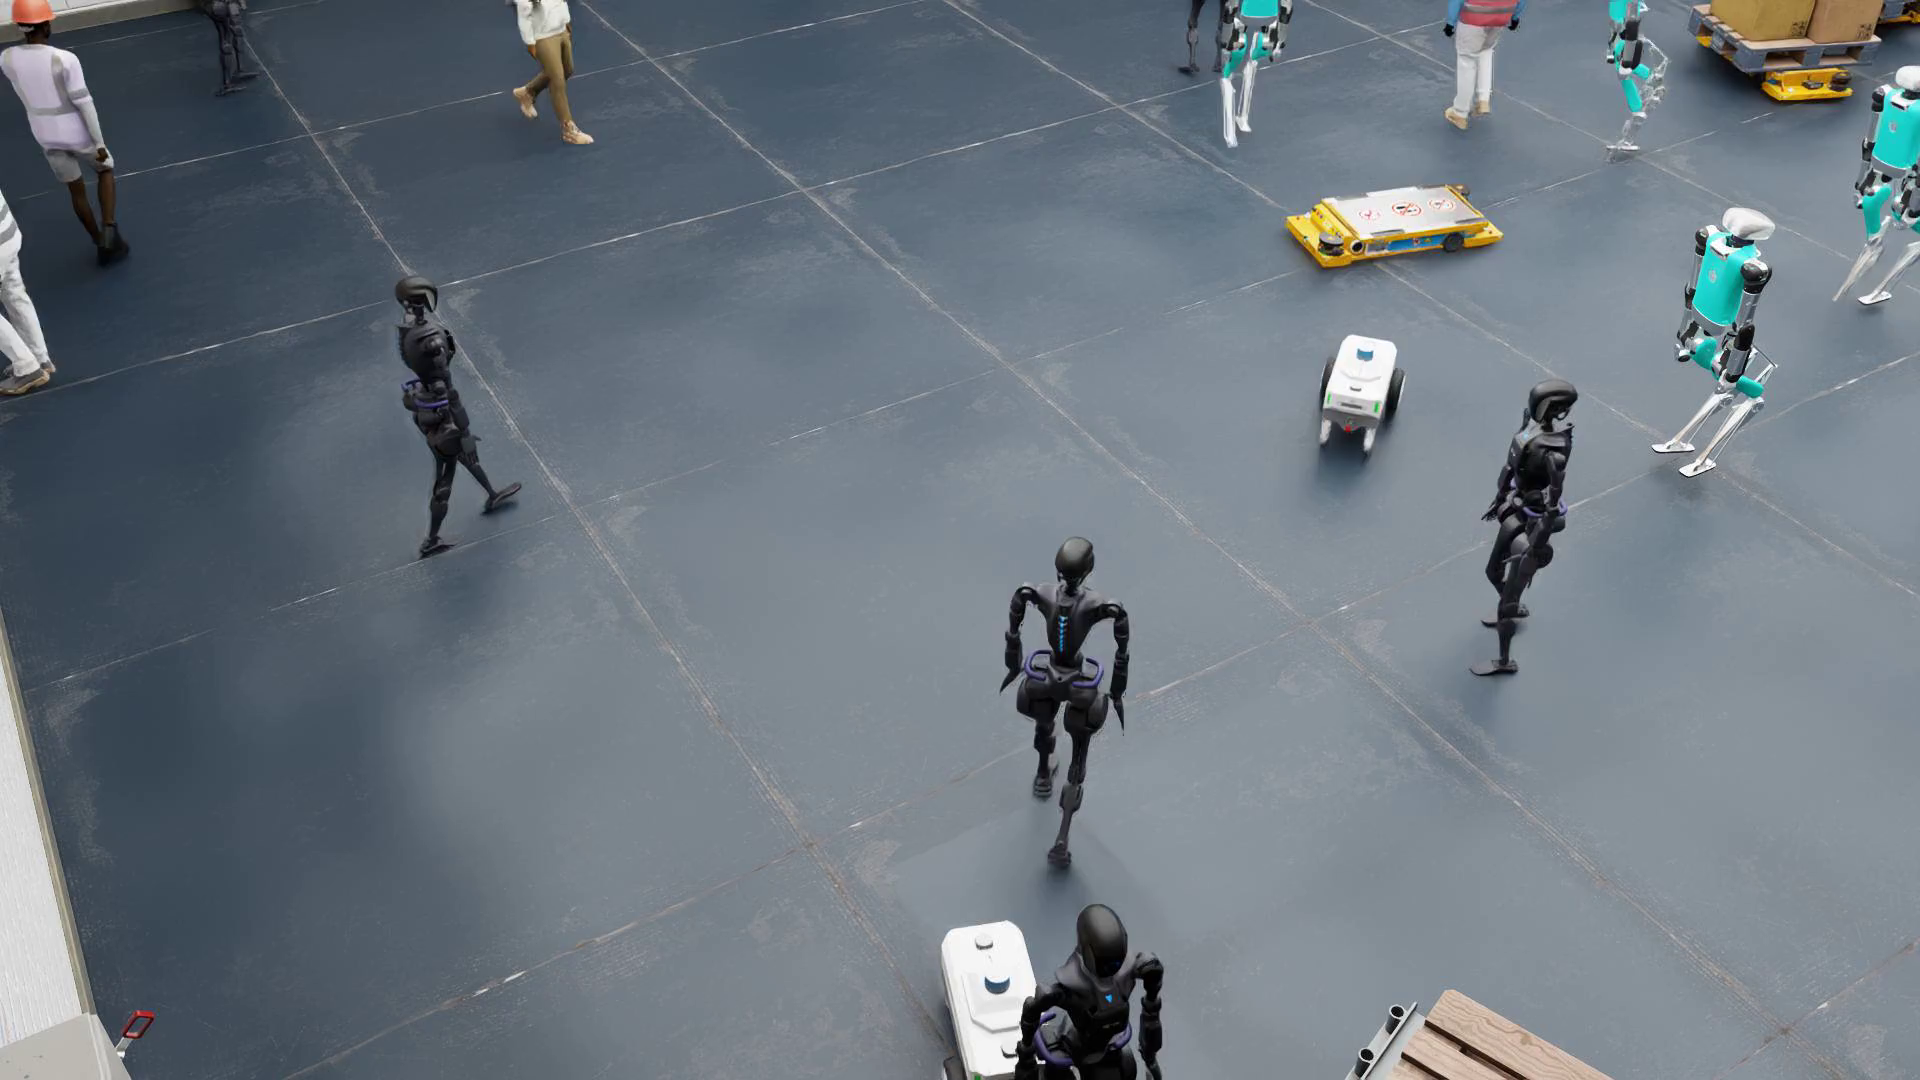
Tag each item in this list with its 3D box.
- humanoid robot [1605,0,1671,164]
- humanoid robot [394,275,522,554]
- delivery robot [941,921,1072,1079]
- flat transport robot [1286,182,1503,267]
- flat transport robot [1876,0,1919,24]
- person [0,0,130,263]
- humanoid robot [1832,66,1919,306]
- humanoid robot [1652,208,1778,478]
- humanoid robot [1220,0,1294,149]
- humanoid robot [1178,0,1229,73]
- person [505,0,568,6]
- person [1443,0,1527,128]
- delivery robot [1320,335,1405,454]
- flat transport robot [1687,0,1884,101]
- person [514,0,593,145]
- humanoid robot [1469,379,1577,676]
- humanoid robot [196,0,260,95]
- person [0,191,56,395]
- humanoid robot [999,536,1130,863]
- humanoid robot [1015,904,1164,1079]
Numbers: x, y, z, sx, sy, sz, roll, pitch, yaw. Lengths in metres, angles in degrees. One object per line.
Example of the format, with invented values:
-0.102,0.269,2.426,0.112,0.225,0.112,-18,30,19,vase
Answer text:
5.301,-3.756,12.918,0.788,1.853,0.542,3,38,3,humanoid robot
-2.779,-0.707,9.072,0.757,1.626,0.584,-25,45,-28,humanoid robot
0.147,1.917,6.641,0.499,0.592,0.795,-7,39,-9,delivery robot
3.193,-2.319,12.218,1.431,0.231,0.659,-10,39,-12,flat transport robot
8.308,-5.002,15.603,1.431,0.231,0.659,-9,39,-11,flat transport robot
-6.192,-2.835,11.550,0.534,1.915,0.416,-2,38,-3,person
6.277,-2.275,11.045,0.786,1.843,0.543,-14,40,-17,humanoid robot
4.418,-1.129,9.427,0.735,1.677,0.533,-10,40,-13,humanoid robot
2.295,-4.012,13.170,0.531,1.756,0.810,-1,38,-2,humanoid robot
2.173,-4.820,14.242,0.603,1.640,0.419,-5,39,-6,humanoid robot
-4.045,-5.823,15.399,0.749,1.804,0.595,-27,46,-30,person
4.189,-4.204,13.336,0.649,1.832,0.461,-10,39,-12,person
2.457,-0.938,10.239,0.499,0.587,0.769,13,40,15,delivery robot
7.162,-4.241,14.643,0.659,0.231,1.431,-6,39,-7,flat transport robot
-3.324,-4.016,13.165,0.690,1.740,0.536,14,40,17,person
2.845,-0.091,8.282,0.413,1.637,0.599,-2,38,-3,humanoid robot
-6.234,-4.599,13.963,0.533,1.640,0.601,-29,47,-32,humanoid robot
-6.025,-1.790,10.255,0.446,1.877,0.596,-8,39,-10,person
0.432,0.669,7.340,0.594,1.635,0.718,10,39,12,humanoid robot
0.455,1.873,5.805,0.587,1.636,0.647,-15,41,-18,humanoid robot
